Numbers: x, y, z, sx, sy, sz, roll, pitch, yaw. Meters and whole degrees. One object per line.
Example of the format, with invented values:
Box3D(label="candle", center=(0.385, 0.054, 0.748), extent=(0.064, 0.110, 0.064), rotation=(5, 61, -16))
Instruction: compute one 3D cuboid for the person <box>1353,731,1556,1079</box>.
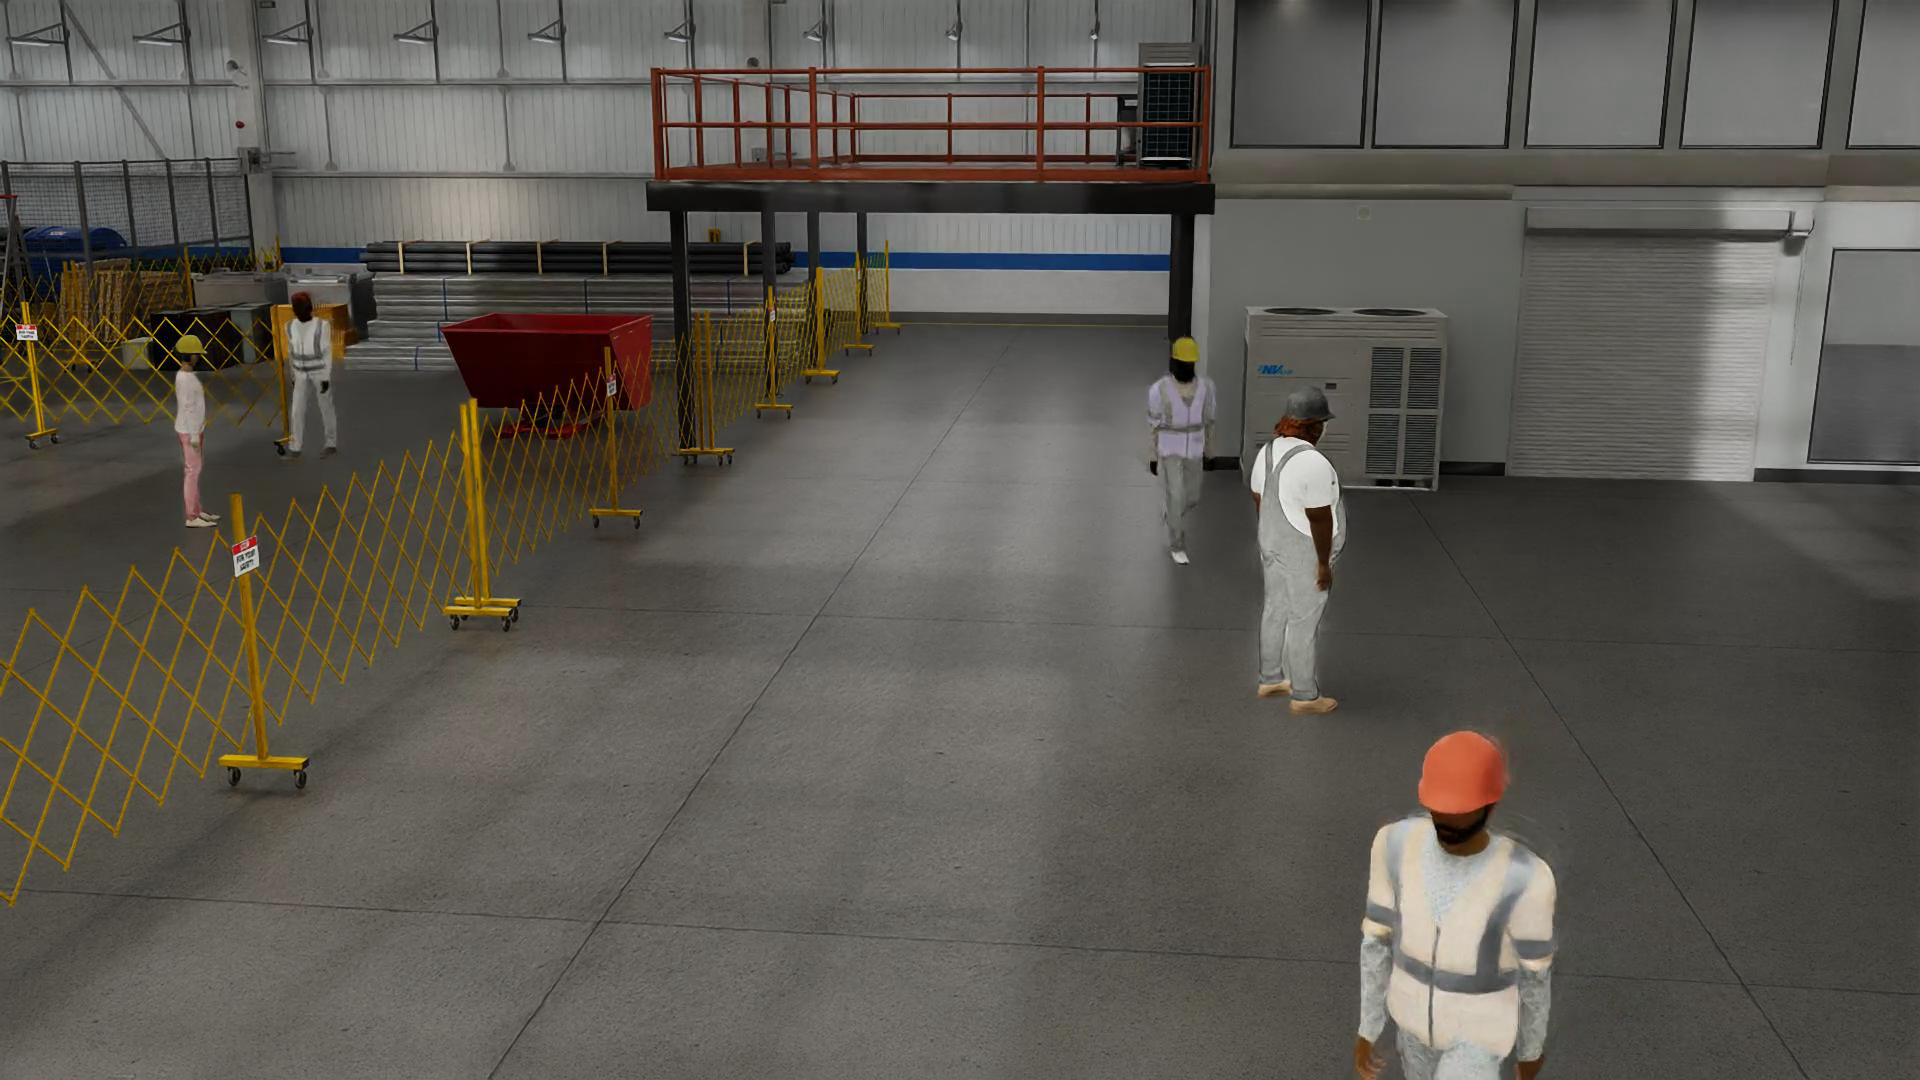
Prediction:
Box3D(label="person", center=(1.510, 1.429, 5.043), extent=(0.534, 1.889, 1.012), rotation=(11, 18, 38))

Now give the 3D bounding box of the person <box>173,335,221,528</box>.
Box3D(label="person", center=(-6.980, -0.993, 15.192), extent=(0.344, 1.756, 0.518), rotation=(-6, 15, -22))

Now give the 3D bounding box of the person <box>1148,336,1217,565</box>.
Box3D(label="person", center=(1.849, -0.783, 14.017), extent=(0.600, 1.904, 0.637), rotation=(-3, 14, -13))

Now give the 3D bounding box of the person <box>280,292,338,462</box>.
Box3D(label="person", center=(-7.125, -1.758, 18.118), extent=(0.596, 1.848, 0.904), rotation=(2, 14, 9))

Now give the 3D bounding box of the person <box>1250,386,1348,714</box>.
Box3D(label="person", center=(2.137, 0.051, 10.331), extent=(0.539, 2.000, 0.688), rotation=(-6, 15, -23))
